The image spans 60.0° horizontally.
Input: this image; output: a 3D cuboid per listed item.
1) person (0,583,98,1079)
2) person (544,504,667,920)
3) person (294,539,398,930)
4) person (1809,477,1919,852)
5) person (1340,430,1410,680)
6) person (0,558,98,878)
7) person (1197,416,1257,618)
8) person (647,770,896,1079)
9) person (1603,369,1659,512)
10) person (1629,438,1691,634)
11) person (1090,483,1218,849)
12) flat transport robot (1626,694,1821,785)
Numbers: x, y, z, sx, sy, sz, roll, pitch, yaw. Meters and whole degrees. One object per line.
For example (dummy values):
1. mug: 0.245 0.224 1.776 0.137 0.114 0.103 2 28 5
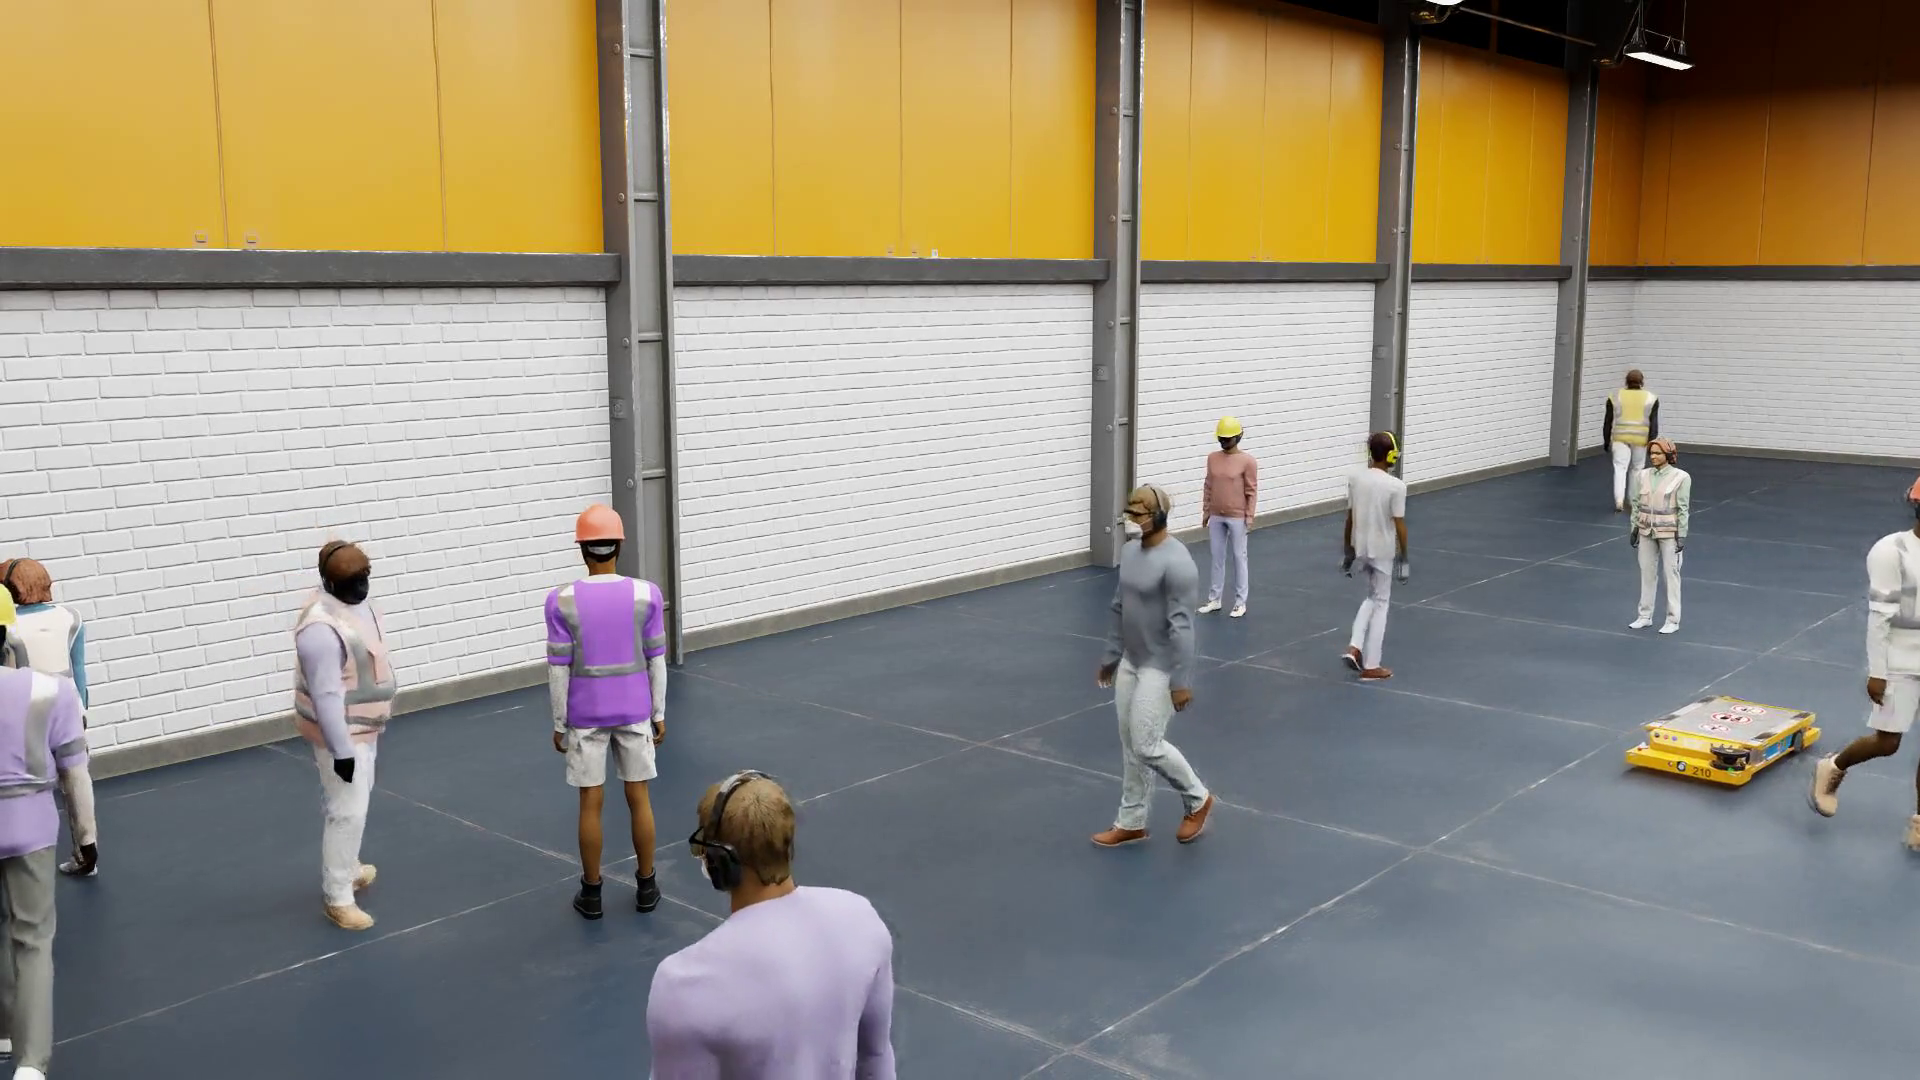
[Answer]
1. person: -3.495 1.082 6.056 0.601 1.892 0.944 -4 10 -24
2. person: -1.633 0.793 7.715 0.543 1.933 0.363 -3 10 -18
3. person: -2.809 0.867 7.686 0.448 1.803 0.776 -1 9 -6
4. person: 4.884 0.608 8.623 0.622 2.020 0.788 -2 9 -14
5. person: 3.075 0.116 12.220 0.390 1.852 0.548 -7 12 -38
6. person: -4.449 0.891 8.055 0.315 1.629 0.508 5 10 29
7. person: 2.337 -0.203 14.523 0.523 1.760 0.325 8 12 41
8. person: -0.435 1.443 3.672 0.432 1.922 0.624 7 11 36
9. person: 8.482 -1.260 21.059 0.638 1.799 0.980 3 10 21
10. person: 5.843 -0.040 13.896 0.312 1.633 0.519 -6 11 -33
11. person: 0.986 0.660 8.575 0.572 1.926 0.653 -3 10 -20
12. flat transport robot: 4.746 1.212 10.289 0.652 0.197 1.431 9 13 44
